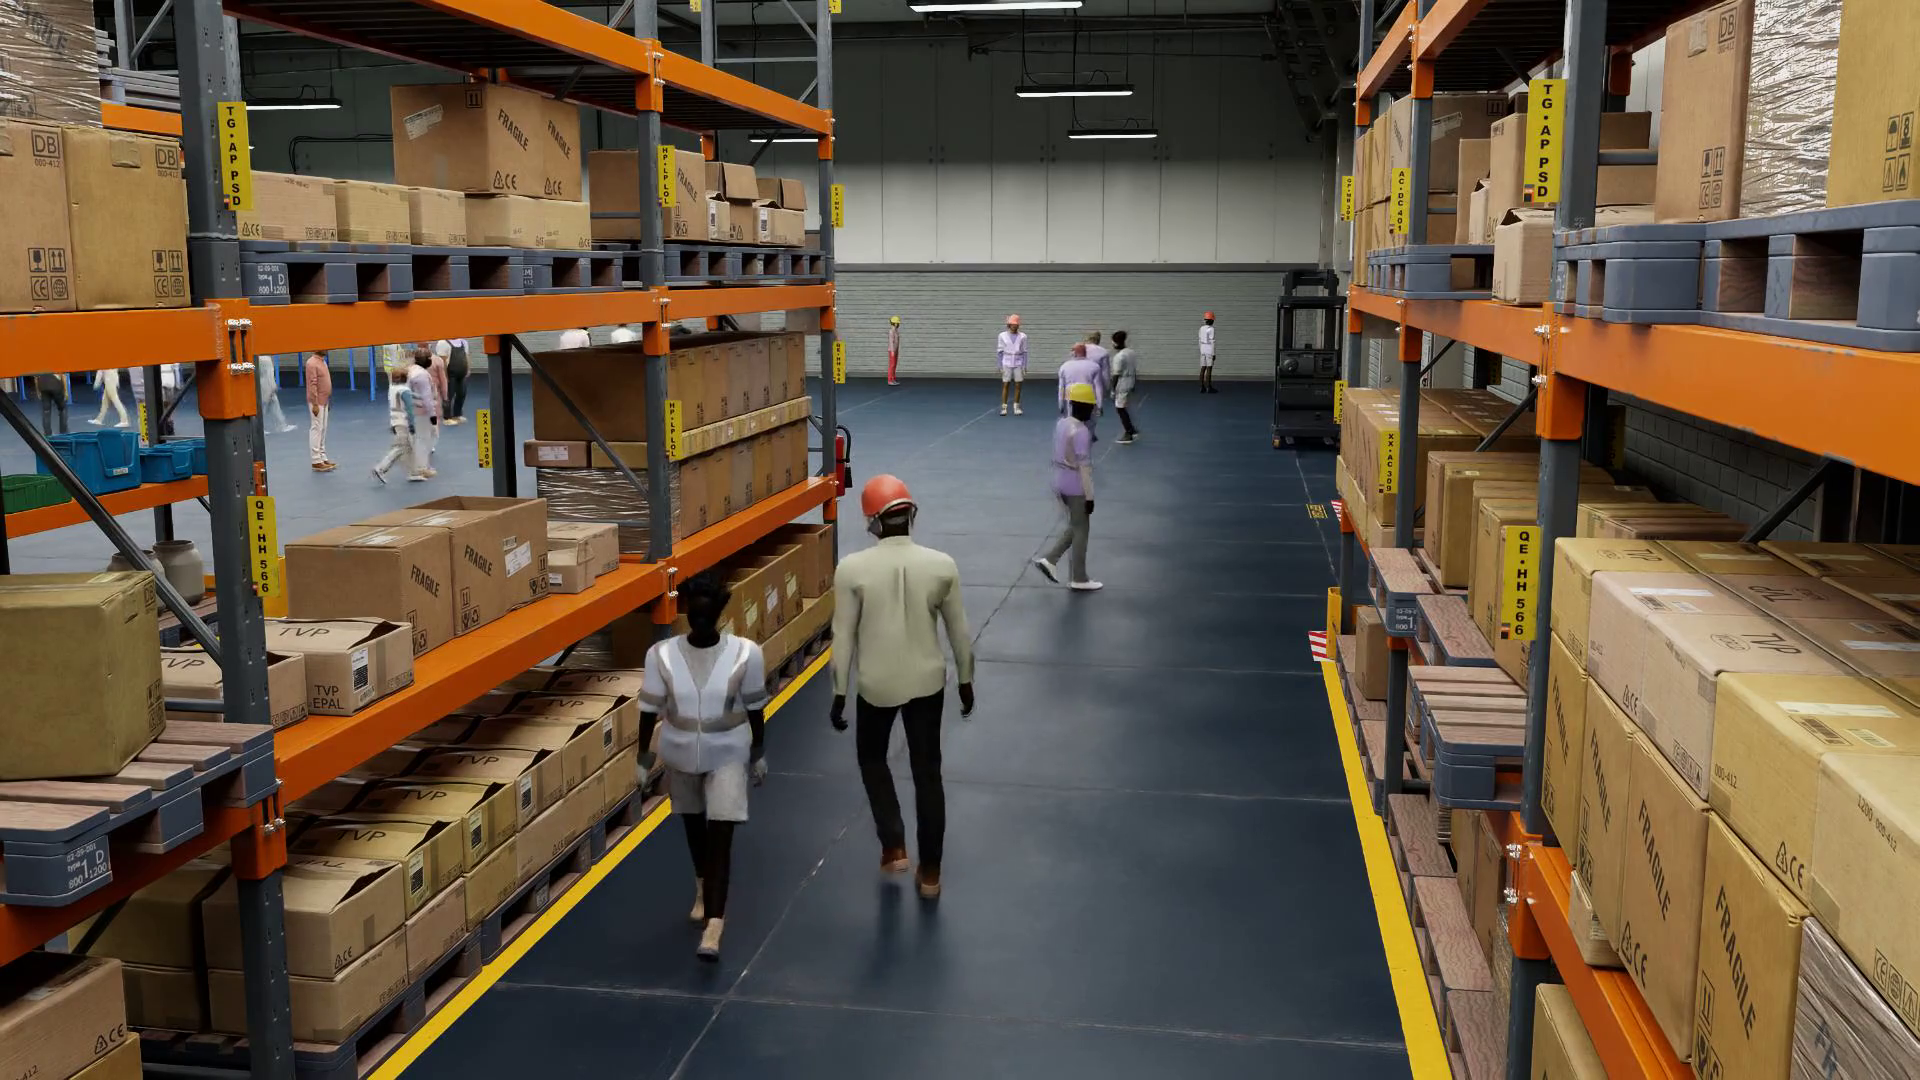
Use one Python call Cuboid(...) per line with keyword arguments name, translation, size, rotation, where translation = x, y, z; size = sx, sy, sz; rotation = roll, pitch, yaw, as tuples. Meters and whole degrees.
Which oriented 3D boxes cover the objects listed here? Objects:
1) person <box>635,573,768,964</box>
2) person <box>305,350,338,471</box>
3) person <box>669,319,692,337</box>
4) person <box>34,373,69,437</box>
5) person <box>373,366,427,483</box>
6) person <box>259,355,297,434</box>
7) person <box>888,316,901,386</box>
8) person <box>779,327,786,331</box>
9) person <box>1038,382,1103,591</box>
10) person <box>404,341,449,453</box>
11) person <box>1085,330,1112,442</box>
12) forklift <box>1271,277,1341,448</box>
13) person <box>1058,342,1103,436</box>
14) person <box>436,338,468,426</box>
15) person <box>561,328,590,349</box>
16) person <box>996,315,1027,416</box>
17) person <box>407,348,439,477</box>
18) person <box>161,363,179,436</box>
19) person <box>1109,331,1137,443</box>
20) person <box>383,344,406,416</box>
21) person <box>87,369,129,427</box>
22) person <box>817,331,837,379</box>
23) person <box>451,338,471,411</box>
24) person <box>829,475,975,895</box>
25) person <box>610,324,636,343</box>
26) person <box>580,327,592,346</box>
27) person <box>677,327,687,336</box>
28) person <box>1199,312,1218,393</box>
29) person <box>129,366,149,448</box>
Cuboid(name="person", translation=(-1.116, 0.951, 7.146), size=(0.553, 1.636, 0.908), rotation=(0, 9, 2))
Cuboid(name="person", translation=(-9.409, -2.030, 24.477), size=(0.393, 1.995, 0.612), rotation=(-1, 9, -5))
Cuboid(name="person", translation=(-6.382, -4.224, 38.175), size=(0.676, 1.929, 0.997), rotation=(1, 9, 7))
Cuboid(name="person", translation=(-15.251, -2.514, 28.004), size=(0.563, 1.814, 0.790), rotation=(-2, 9, -10))
Cuboid(name="person", translation=(-7.745, -1.582, 22.893), size=(0.714, 1.615, 0.520), rotation=(-7, 11, -36))
Cuboid(name="person", translation=(-12.312, -2.757, 29.814), size=(0.840, 1.703, 0.512), rotation=(-5, 11, -29))
Cuboid(name="person", translation=(-1.662, -4.823, 42.438), size=(0.338, 1.757, 0.518), rotation=(2, 9, 11))
Cuboid(name="person", translation=(-3.331, -3.200, 32.232), size=(0.523, 1.820, 0.940), rotation=(7, 12, 38))
Cuboid(name="person", translation=(1.044, -0.482, 15.163), size=(0.487, 1.913, 0.617), rotation=(-3, 10, -18))
Cuboid(name="person", translation=(-8.496, -2.296, 26.462), size=(0.650, 1.882, 0.747), rotation=(1, 9, 6))
Cuboid(name="person", translation=(2.317, -2.667, 28.687), size=(0.622, 1.909, 0.573), rotation=(6, 11, 32))
Cuboid(name="forklift", translation=(5.847, -3.016, 27.970), size=(1.129, 2.768, 1.873), rotation=(1, 9, 9))
Cuboid(name="person", translation=(1.801, -2.032, 24.931), size=(0.682, 1.863, 0.849), rotation=(1, 9, 6))
Cuboid(name="person", translation=(-9.608, -3.166, 31.472), size=(0.580, 2.000, 0.703), rotation=(4, 10, 21))
Cuboid(name="person", translation=(-8.235, -3.822, 35.968), size=(0.665, 1.857, 0.994), rotation=(3, 10, 19))
Cuboid(name="person", translation=(1.051, -3.543, 33.740), size=(0.673, 2.025, 0.517), rotation=(-2, 9, -11))
Cuboid(name="person", translation=(-7.611, -1.813, 23.669), size=(0.485, 1.824, 0.660), rotation=(-5, 10, -27))
Cuboid(name="person", translation=(-14.044, -2.776, 29.342), size=(0.563, 1.912, 0.794), rotation=(-8, 12, -42))
Cuboid(name="person", translation=(2.755, -2.588, 28.156), size=(0.384, 1.913, 0.708), rotation=(4, 10, 21))
Cuboid(name="person", translation=(-11.332, -3.388, 33.371), size=(0.431, 1.836, 0.619), rotation=(-3, 10, -20))
Cuboid(name="person", translation=(-15.986, -2.900, 31.079), size=(0.819, 1.590, 0.510), rotation=(-2, 9, -11))
Cuboid(name="person", translation=(-3.514, -5.054, 44.356), size=(0.853, 1.594, 0.524), rotation=(7, 12, 38))
Cuboid(name="person", translation=(-10.373, -3.524, 34.210), size=(0.609, 1.815, 0.750), rotation=(-1, 9, -4))
Cuboid(name="person", translation=(-0.275, 0.681, 7.845), size=(0.721, 1.962, 0.549), rotation=(-2, 10, -15))
Cuboid(name="person", translation=(-7.699, -4.219, 38.329), size=(0.633, 1.895, 0.921), rotation=(-4, 10, -22))
Cuboid(name="person", translation=(-8.550, -4.097, 37.708), size=(0.634, 1.839, 0.429), rotation=(7, 11, 35))
Cuboid(name="person", translation=(-6.140, -3.954, 37.307), size=(0.534, 1.675, 0.683), rotation=(5, 10, 27))
Cuboid(name="person", translation=(5.962, -4.503, 39.909), size=(0.362, 1.938, 0.545), rotation=(-5, 11, -29))
Cuboid(name="person", translation=(-12.932, -2.266, 26.463), size=(0.611, 1.823, 0.403), rotation=(5, 11, 29))
